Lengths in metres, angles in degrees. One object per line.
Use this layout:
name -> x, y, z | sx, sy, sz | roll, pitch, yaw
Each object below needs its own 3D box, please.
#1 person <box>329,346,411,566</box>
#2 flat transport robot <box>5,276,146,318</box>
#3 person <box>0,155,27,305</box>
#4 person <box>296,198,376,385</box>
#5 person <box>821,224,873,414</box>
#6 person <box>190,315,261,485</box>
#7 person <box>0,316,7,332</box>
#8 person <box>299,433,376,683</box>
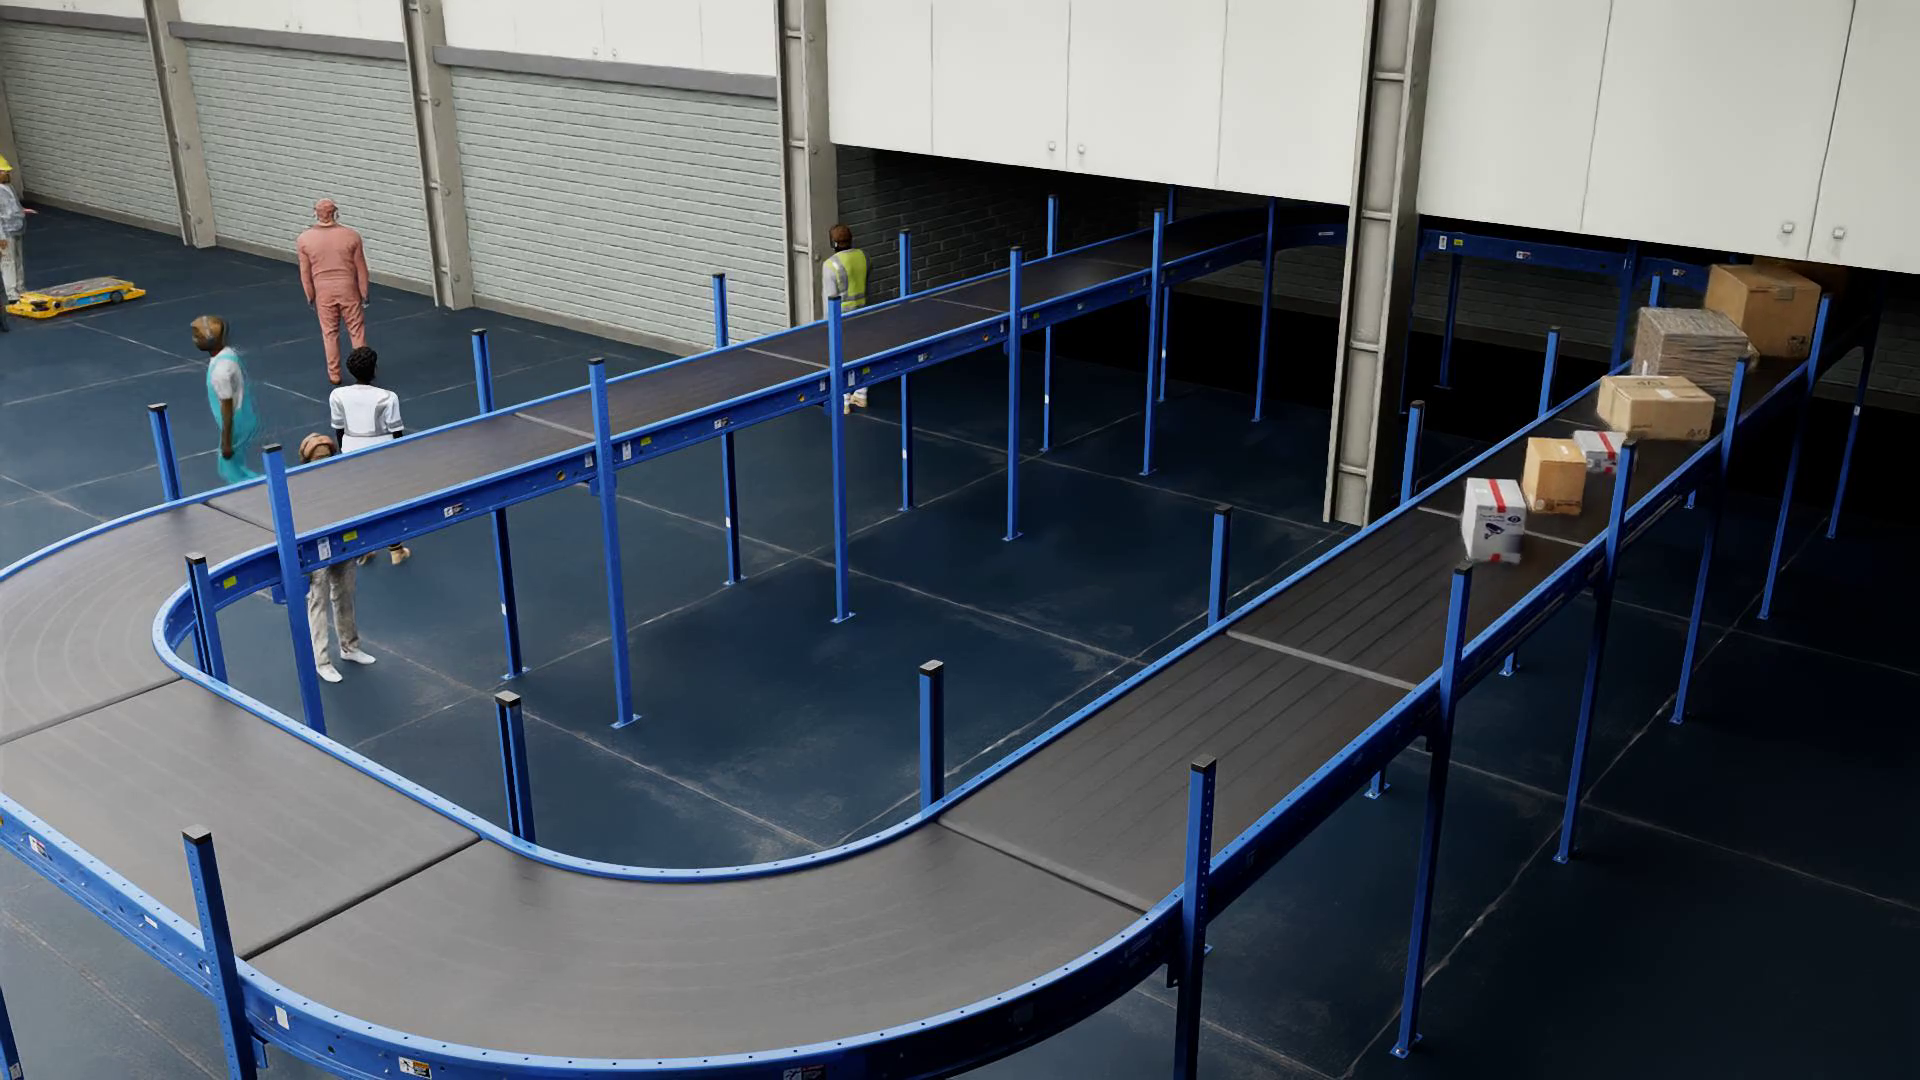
person -> -4.396, -0.613, 12.444 | 0.535, 1.690, 0.320 | 1, 21, 1
flat transport robot -> -10.837, -2.992, 20.388 | 0.652, 0.197, 1.431 | 12, 24, 27
person -> -11.579, -3.766, 20.258 | 0.404, 1.829, 0.600 | -3, 22, -8
person -> -6.380, -2.537, 17.035 | 0.642, 1.909, 0.399 | -6, 22, -14
person -> -1.121, -2.147, 16.138 | 0.430, 1.840, 0.619 | 17, 27, 36
person -> -5.589, -0.868, 12.902 | 0.501, 1.825, 0.532 | -9, 23, -21
person -> -11.352, -3.317, 19.020 | 0.705, 1.900, 0.577 | 6, 22, 14
person -> -4.056, 0.098, 10.703 | 0.312, 1.636, 0.518 | 10, 24, 23
